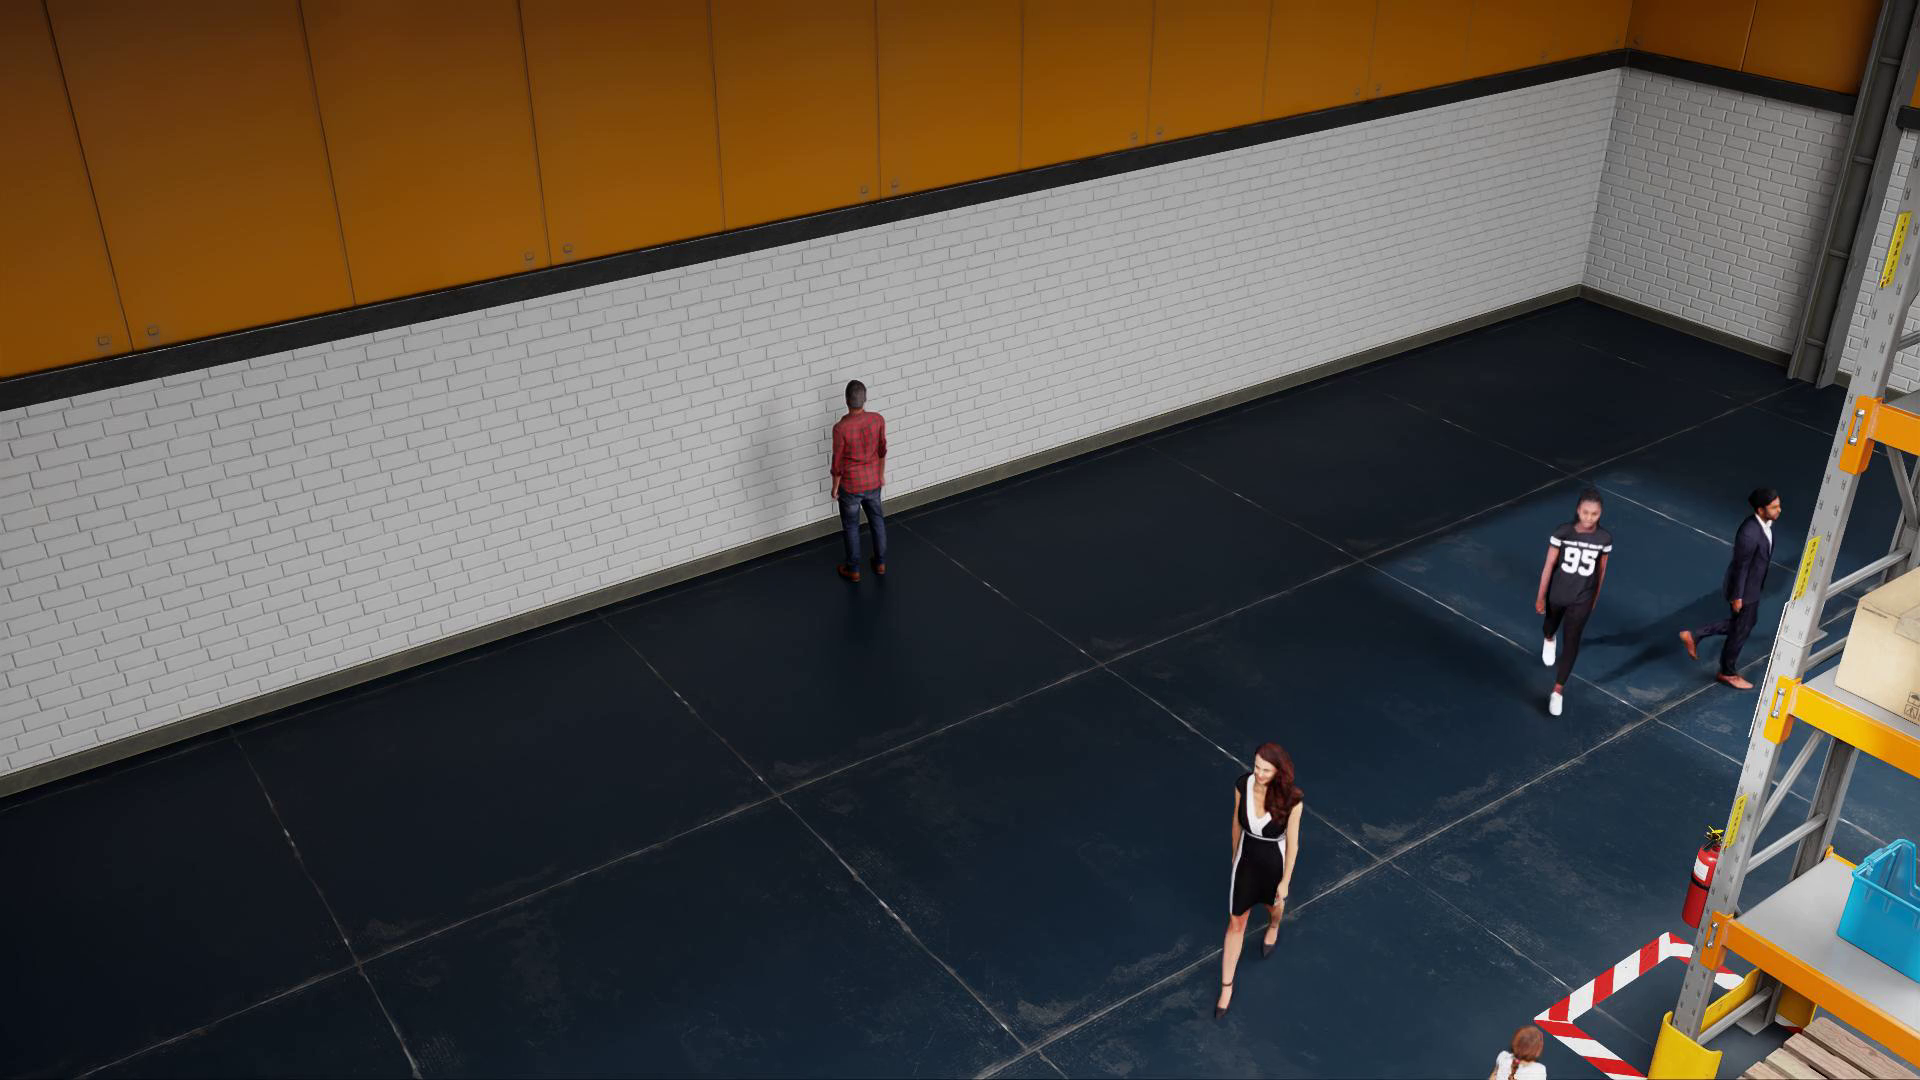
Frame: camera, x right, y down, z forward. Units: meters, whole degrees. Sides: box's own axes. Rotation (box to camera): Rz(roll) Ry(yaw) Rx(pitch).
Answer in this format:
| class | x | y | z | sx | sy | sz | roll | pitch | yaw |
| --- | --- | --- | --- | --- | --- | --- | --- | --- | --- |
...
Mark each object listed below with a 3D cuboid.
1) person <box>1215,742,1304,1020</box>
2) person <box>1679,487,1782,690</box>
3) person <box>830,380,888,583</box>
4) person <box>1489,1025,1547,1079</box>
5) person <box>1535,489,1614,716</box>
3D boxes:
| class | x | y | z | sx | sy | sz | roll | pitch | yaw |
| --- | --- | --- | --- | --- | --- | --- | --- | --- | --- |
| person | 1.841 | 1.927 | 9.919 | 1.128 | 1.748 | 0.996 | 14 | 31 | 23 |
| person | 5.986 | 0.339 | 12.870 | 0.945 | 1.710 | 0.786 | 22 | 35 | 34 |
| person | -0.862 | -0.513 | 14.305 | 0.705 | 1.831 | 0.573 | -15 | 32 | -25 |
| person | 2.892 | 2.980 | 8.757 | 0.469 | 1.012 | 0.558 | 16 | 32 | 27 |
| person | 4.668 | 0.397 | 12.777 | 1.162 | 1.697 | 1.131 | 9 | 30 | 16 |
